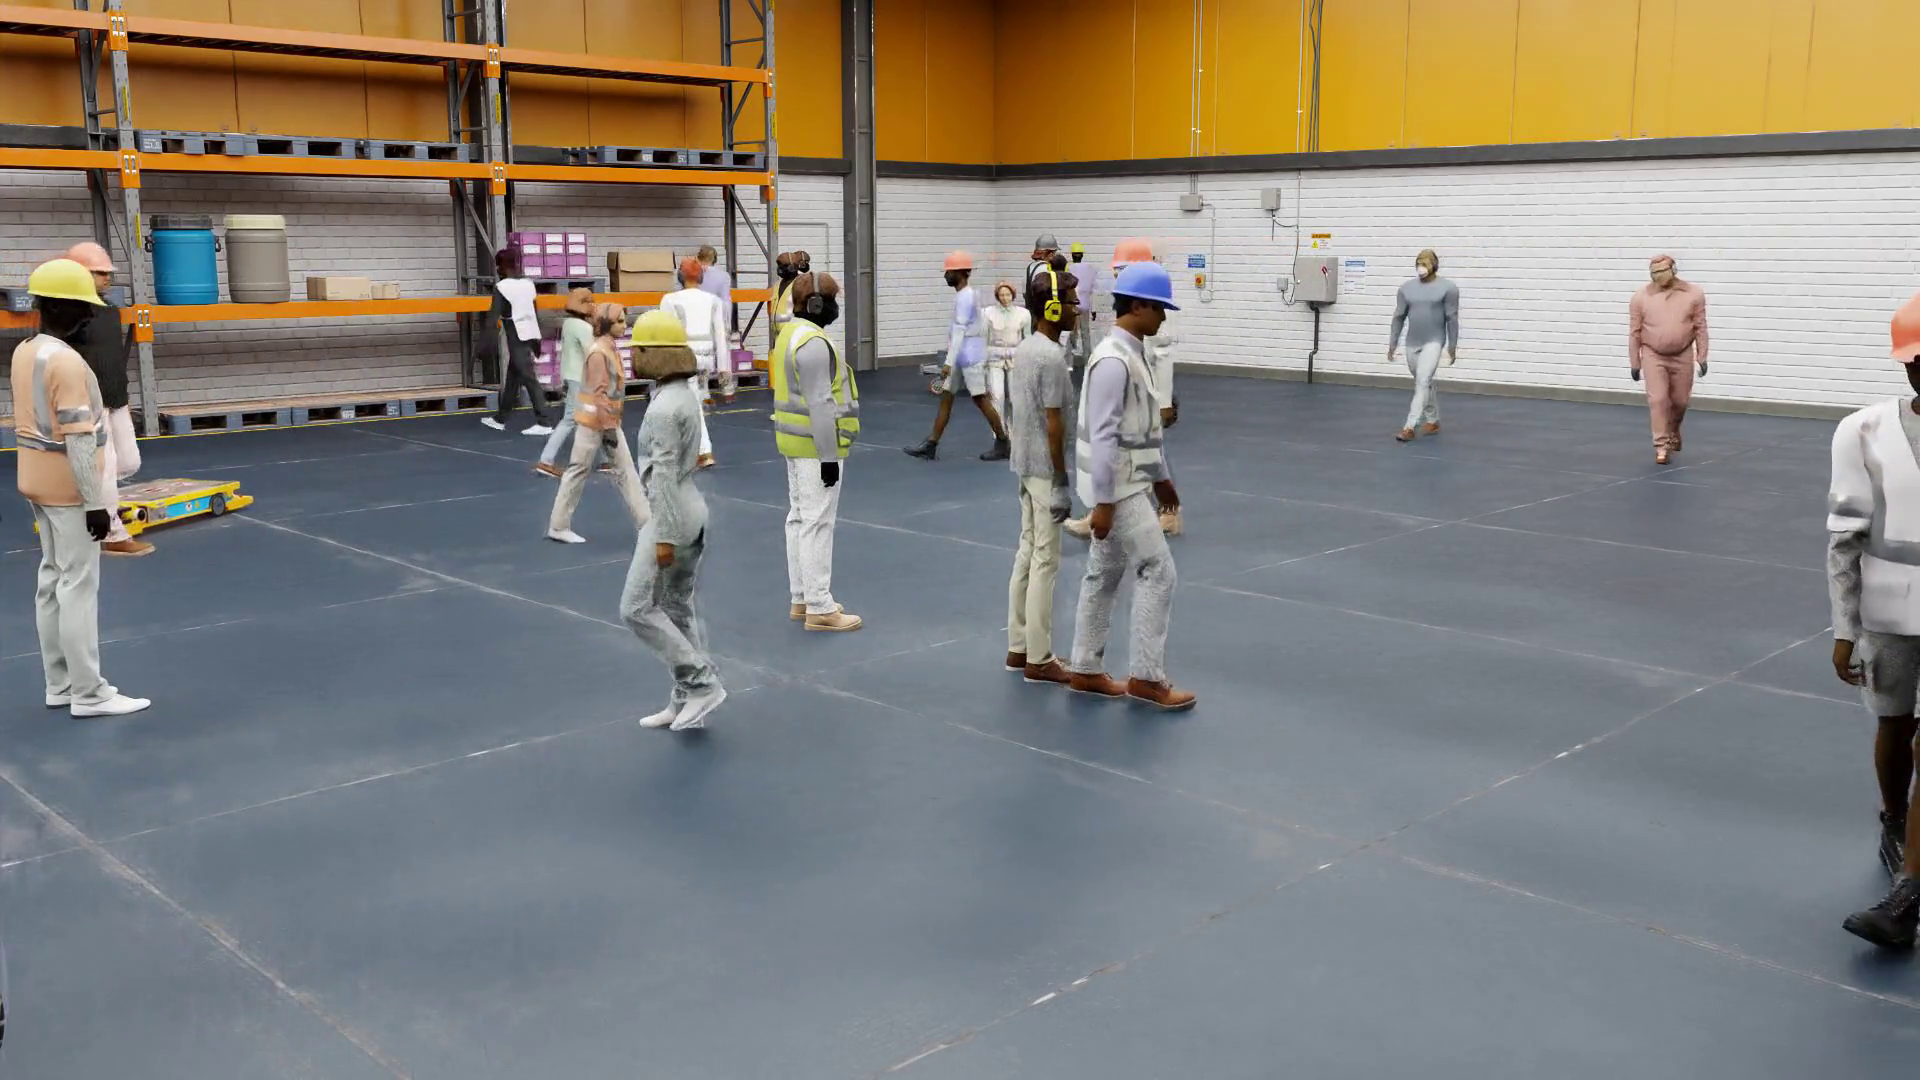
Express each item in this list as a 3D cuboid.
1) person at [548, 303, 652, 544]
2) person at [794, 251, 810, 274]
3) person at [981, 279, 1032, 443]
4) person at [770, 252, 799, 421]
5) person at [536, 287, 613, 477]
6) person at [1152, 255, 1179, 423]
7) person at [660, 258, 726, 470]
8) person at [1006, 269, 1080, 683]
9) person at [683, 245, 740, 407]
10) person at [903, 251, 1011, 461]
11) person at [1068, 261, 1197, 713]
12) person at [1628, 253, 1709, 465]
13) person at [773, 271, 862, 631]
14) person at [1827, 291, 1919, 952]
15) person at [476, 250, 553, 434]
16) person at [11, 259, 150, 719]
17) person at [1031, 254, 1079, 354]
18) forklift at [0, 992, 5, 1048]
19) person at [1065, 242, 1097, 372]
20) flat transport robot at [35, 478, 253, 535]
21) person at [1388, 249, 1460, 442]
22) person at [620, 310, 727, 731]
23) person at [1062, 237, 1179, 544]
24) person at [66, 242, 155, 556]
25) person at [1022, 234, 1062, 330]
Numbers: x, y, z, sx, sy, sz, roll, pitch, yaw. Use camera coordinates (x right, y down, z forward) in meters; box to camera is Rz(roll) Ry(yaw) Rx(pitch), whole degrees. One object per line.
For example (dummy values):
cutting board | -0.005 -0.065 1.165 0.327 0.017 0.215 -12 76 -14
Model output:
person | -2.319 -0.751 10.863 0.878 1.582 0.524 1 10 4
person | -1.997 -2.667 20.672 0.431 1.836 0.619 -8 13 -36
person | 0.421 -1.645 15.671 0.518 1.622 0.421 -1 10 -4
person | -1.832 -2.187 18.020 0.429 1.840 0.627 -9 14 -41
person | -3.229 -1.333 14.042 0.859 1.591 0.518 -7 12 -32
person | 1.954 -2.103 17.337 0.735 1.920 0.556 -9 14 -41
person | -2.323 -1.536 14.527 0.580 1.840 1.004 -7 13 -35
person | 0.393 -0.288 7.581 0.323 1.870 0.518 -3 11 -15
person | -2.947 -2.546 19.815 0.643 1.895 0.903 3 11 15
person | 0.020 -1.633 14.883 0.998 1.883 0.566 -1 10 -4
person | 0.789 -0.222 7.118 0.717 1.910 0.601 1 10 8
person | 6.353 -1.637 14.975 0.687 1.868 0.816 3 11 17
person | -0.735 -0.459 8.591 0.429 1.844 0.627 -4 11 -19
person | 2.834 0.207 4.868 0.552 1.885 0.947 7 12 33
person | -4.601 -2.011 16.974 0.973 1.859 0.626 3 11 16
person | -3.747 -0.210 7.016 0.586 1.921 0.383 10 14 44
person | 1.075 -2.311 18.771 0.517 1.823 0.993 -3 11 -18
forklift | -3.245 0.323 3.363 2.313 2.155 1.214 2 11 13
person | 1.734 -3.455 24.693 0.594 1.924 0.382 -1 10 -6
flat transport robot | -5.715 -0.248 11.724 0.652 0.197 1.431 2 11 12
person | 4.620 -1.943 16.579 0.652 1.888 1.040 9 14 41
person | -1.198 -0.057 6.708 0.355 1.728 0.500 0 10 0
person | 1.052 -0.961 10.901 1.012 1.994 0.634 -3 11 -16
person | -5.469 -0.871 10.455 0.621 1.981 0.635 1 10 4
person | 1.048 -2.604 19.745 0.535 2.000 0.673 -4 11 -22
